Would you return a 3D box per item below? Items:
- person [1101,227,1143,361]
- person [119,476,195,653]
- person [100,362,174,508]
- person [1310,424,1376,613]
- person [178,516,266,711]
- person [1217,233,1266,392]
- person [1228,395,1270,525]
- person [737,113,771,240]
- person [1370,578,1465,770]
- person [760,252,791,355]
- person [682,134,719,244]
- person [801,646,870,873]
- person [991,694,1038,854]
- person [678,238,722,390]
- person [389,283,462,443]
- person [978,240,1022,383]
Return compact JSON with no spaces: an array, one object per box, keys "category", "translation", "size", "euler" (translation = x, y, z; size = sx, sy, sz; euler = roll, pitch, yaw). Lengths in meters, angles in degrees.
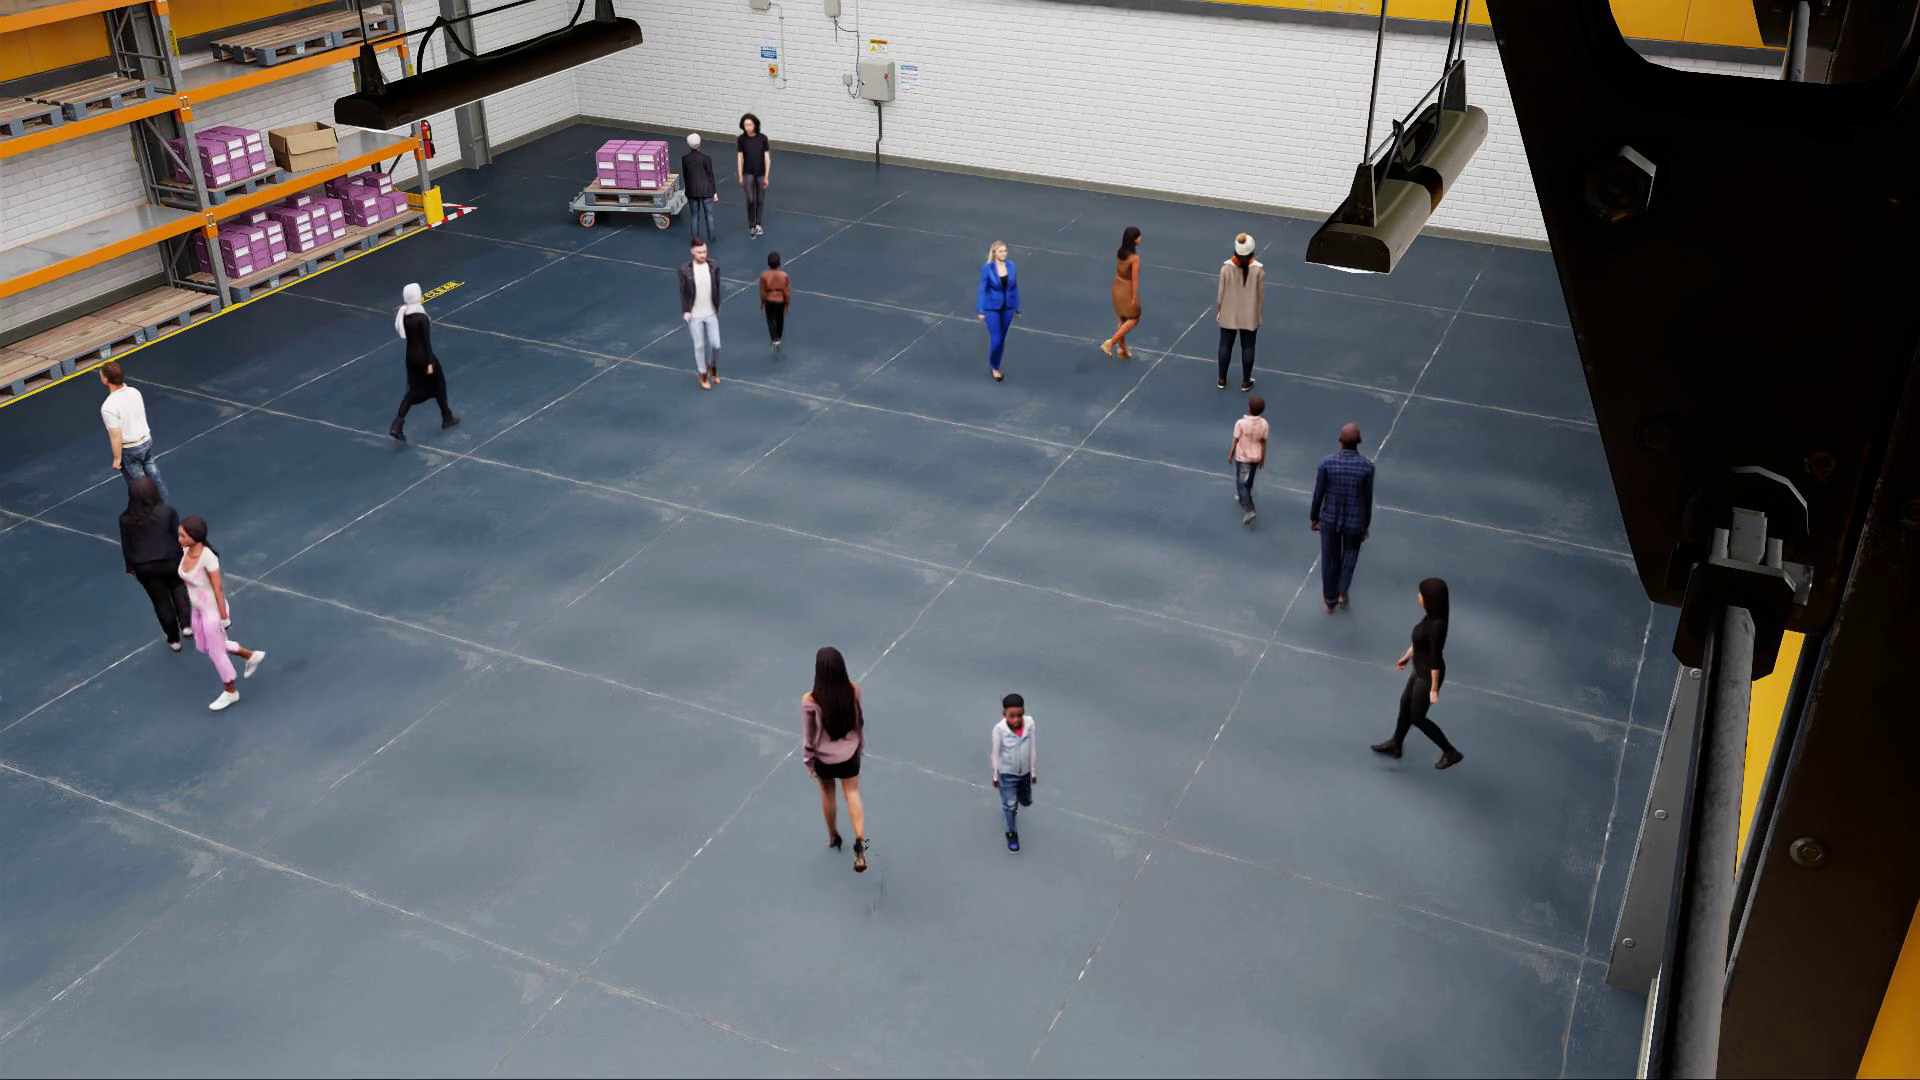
[{"category":"person","translation":[1.917,-2.915,19.918],"size":[0.864,1.679,0.781],"euler":[-15,32,-25]},{"category":"person","translation":[-6.817,0.250,14.199],"size":[0.746,1.600,0.840],"euler":[-18,33,-29]},{"category":"person","translation":[-7.900,-0.850,15.947],"size":[0.763,1.856,0.578],"euler":[7,29,12]},{"category":"person","translation":[3.392,-0.151,14.715],"size":[0.766,1.809,0.753],"euler":[5,29,8]},{"category":"person","translation":[-6.008,0.546,13.522],"size":[0.715,1.729,0.877],"euler":[23,36,35]},{"category":"person","translation":[3.230,-2.655,19.221],"size":[0.706,1.889,0.685],"euler":[9,30,16]},{"category":"person","translation":[2.862,-0.795,16.431],"size":[0.827,1.297,0.930],"euler":[-7,29,-12]},{"category":"person","translation":[-2.989,-5.366,24.272],"size":[0.830,1.813,0.912],"euler":[-4,29,-7]},{"category":"person","translation":[3.553,1.039,12.732],"size":[0.783,1.620,0.914],"euler":[8,30,15]},{"category":"person","translation":[-2.267,-2.891,20.334],"size":[0.802,1.239,0.923],"euler":[-5,29,-9]},{"category":"person","translation":[-3.728,-5.016,24.129],"size":[0.762,1.777,0.643],"euler":[7,29,13]},{"category":"person","translation":[-0.825,1.563,11.587],"size":[0.985,1.796,1.041],"euler":[-11,30,-19]},{"category":"person","translation":[0.389,1.621,12.053],"size":[0.735,1.248,0.818],"euler":[-7,29,-13]},{"category":"person","translation":[-3.025,-2.663,19.307],"size":[0.741,1.822,0.808],"euler":[-11,31,-20]},{"category":"person","translation":[-5.893,-1.878,17.947],"size":[0.702,1.745,1.168],"euler":[16,33,27]},{"category":"person","translation":[0.408,-2.724,19.556],"size":[0.762,1.690,0.839],"euler":[-14,32,-24]}]
